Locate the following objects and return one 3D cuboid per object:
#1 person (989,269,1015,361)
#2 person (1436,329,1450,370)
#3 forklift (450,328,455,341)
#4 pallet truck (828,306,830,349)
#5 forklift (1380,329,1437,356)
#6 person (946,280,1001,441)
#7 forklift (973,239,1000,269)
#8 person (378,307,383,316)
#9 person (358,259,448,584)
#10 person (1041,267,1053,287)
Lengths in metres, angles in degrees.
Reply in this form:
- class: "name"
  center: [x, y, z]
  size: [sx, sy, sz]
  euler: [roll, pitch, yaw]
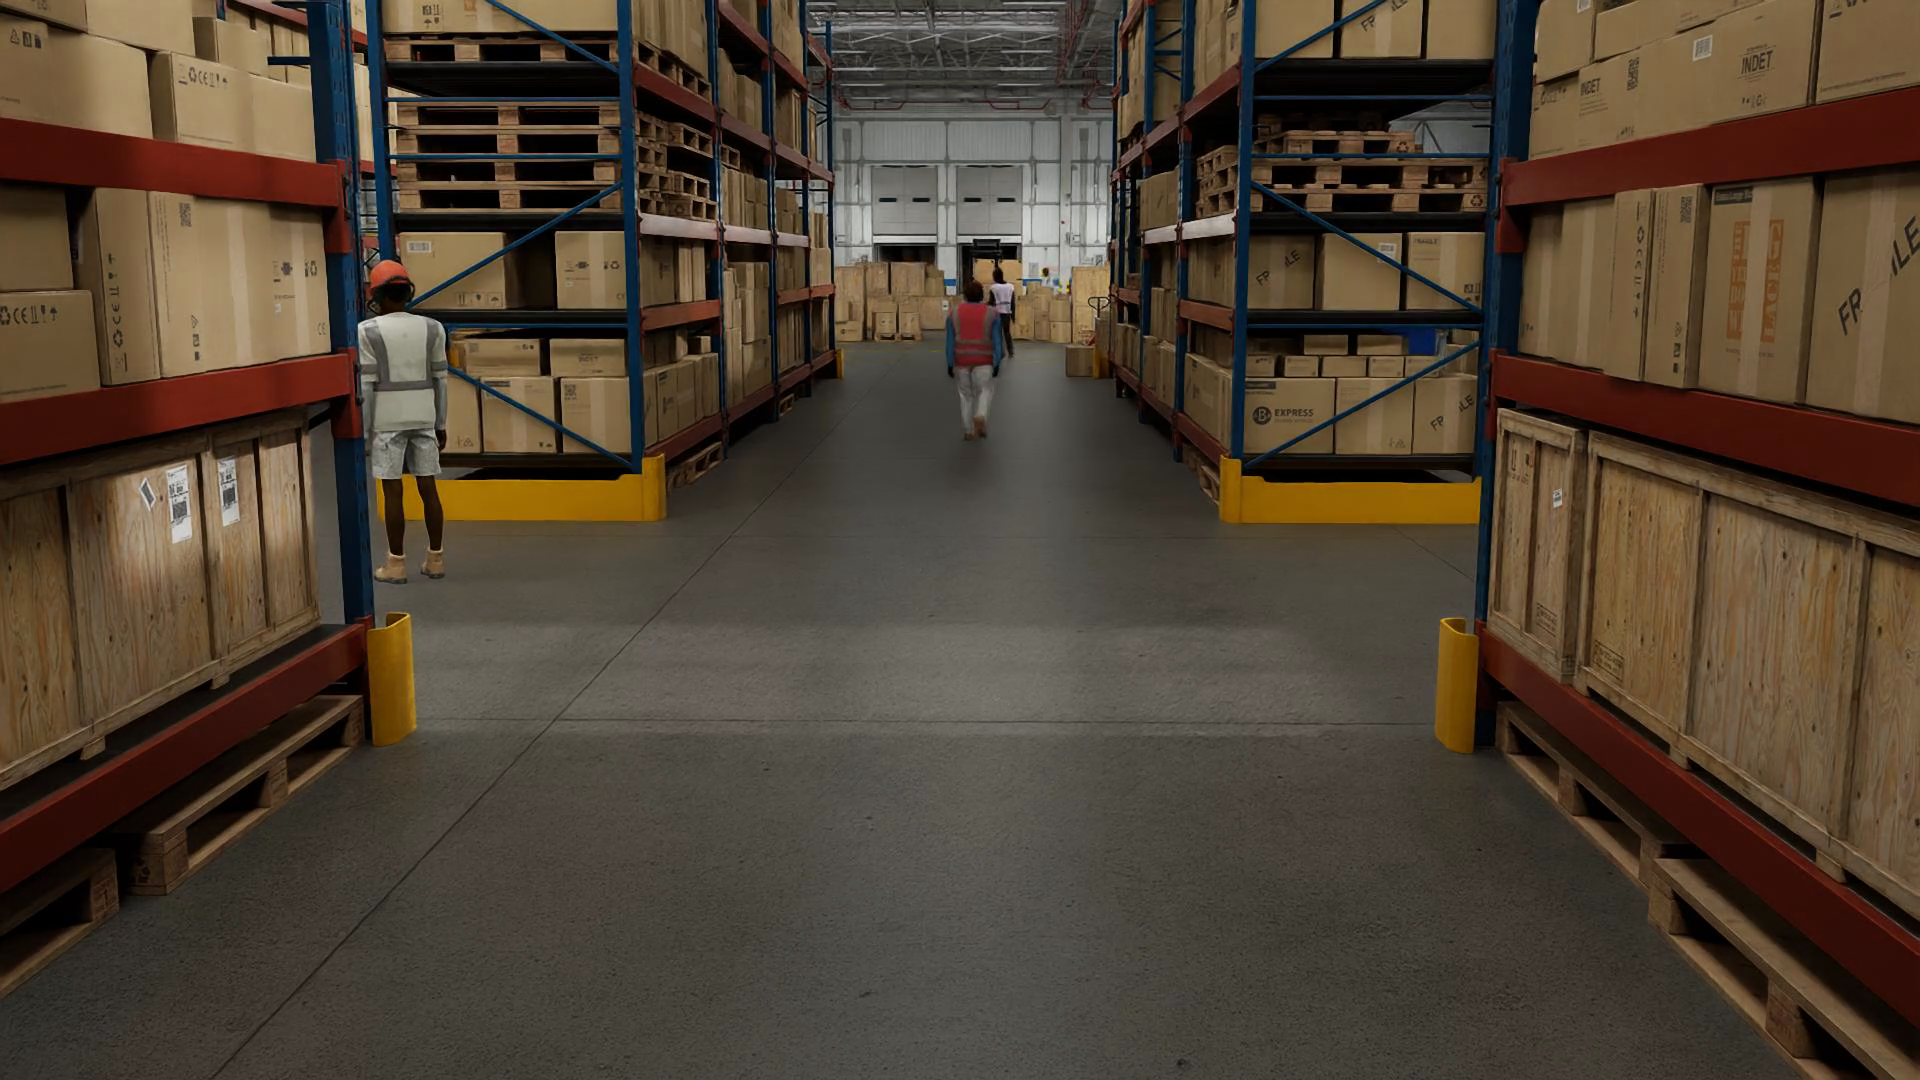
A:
- class: "person"
  center: [0.868, -4.641, 34.351]
  size: [0.644, 1.888, 0.495]
  euler: [-6, 11, -32]
- class: "person"
  center: [7.933, -3.391, 27.582]
  size: [0.522, 1.640, 0.306]
  euler: [-7, 12, -35]
- class: "forklift"
  center: [-13.070, -6.297, 41.281]
  size: [1.129, 2.768, 1.873]
  euler: [0, 9, 1]
- class: "pallet truck"
  center: [-3.100, -3.940, 29.800]
  size: [1.885, 1.965, 0.823]
  euler: [3, 10, 19]
- class: "forklift"
  center: [6.538, -3.628, 25.296]
  size: [1.129, 2.768, 1.873]
  euler: [0, 9, 1]
- class: "person"
  center: [0.150, -2.008, 18.752]
  size: [0.630, 1.830, 0.487]
  euler: [1, 10, 6]
- class: "forklift"
  center: [0.910, -8.900, 56.875]
  size: [1.129, 2.768, 1.873]
  euler: [0, 9, 1]
- class: "person"
  center: [-6.760, -2.085, 19.779]
  size: [0.497, 1.633, 0.284]
  euler: [-9, 13, -43]
- class: "person"
  center: [-3.533, -0.739, 10.507]
  size: [0.607, 2.040, 0.378]
  euler: [-8, 13, -41]
- class: "person"
  center: [3.061, -8.592, 58.056]
  size: [0.499, 1.866, 0.601]
  euler: [-6, 11, -31]
